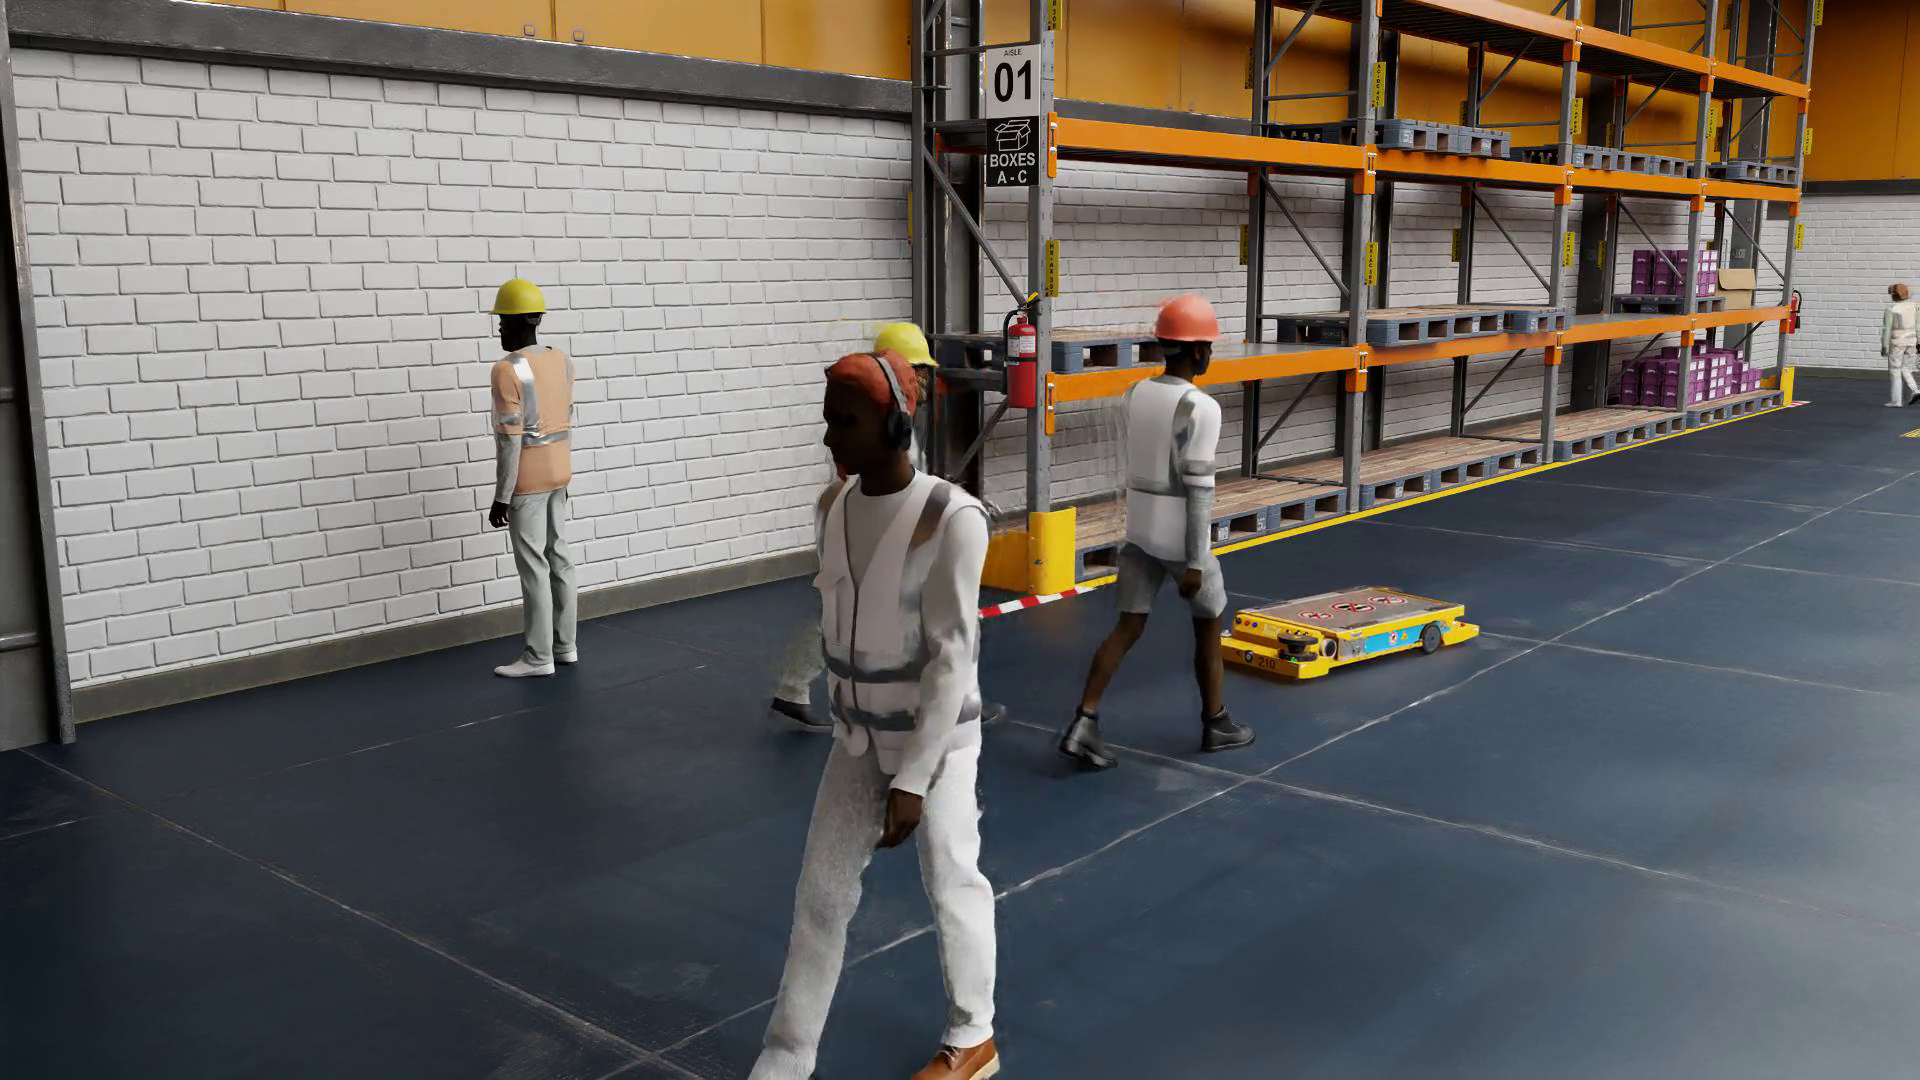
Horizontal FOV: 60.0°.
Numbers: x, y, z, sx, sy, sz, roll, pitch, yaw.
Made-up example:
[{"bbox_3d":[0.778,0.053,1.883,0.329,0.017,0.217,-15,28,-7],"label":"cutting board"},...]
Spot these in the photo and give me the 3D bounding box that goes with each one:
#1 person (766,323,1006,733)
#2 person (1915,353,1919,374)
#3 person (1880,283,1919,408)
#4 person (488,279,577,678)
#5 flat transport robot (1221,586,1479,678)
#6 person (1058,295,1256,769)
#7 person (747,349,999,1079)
[{"bbox_3d":[-0.361,-0.034,7.064,1.023,1.767,0.607,-2,10,-10],"label":"person"},{"bbox_3d":[13.319,-2.712,22.698,0.419,1.619,0.513,-8,13,-38],"label":"person"},{"bbox_3d":[12.252,-2.525,21.643,0.547,1.613,0.408,-3,10,-15],"label":"person"},{"bbox_3d":[-2.082,-0.291,8.058,0.369,1.928,0.585,3,10,18],"label":"person"},{"bbox_3d":[1.970,0.451,8.551,1.431,0.197,0.652,-8,13,-37],"label":"flat transport robot"},{"bbox_3d":[0.793,-0.024,6.634,0.959,1.900,0.549,-8,13,-38],"label":"person"},{"bbox_3d":[-0.218,0.498,3.813,0.575,1.840,0.925,9,13,41],"label":"person"}]
